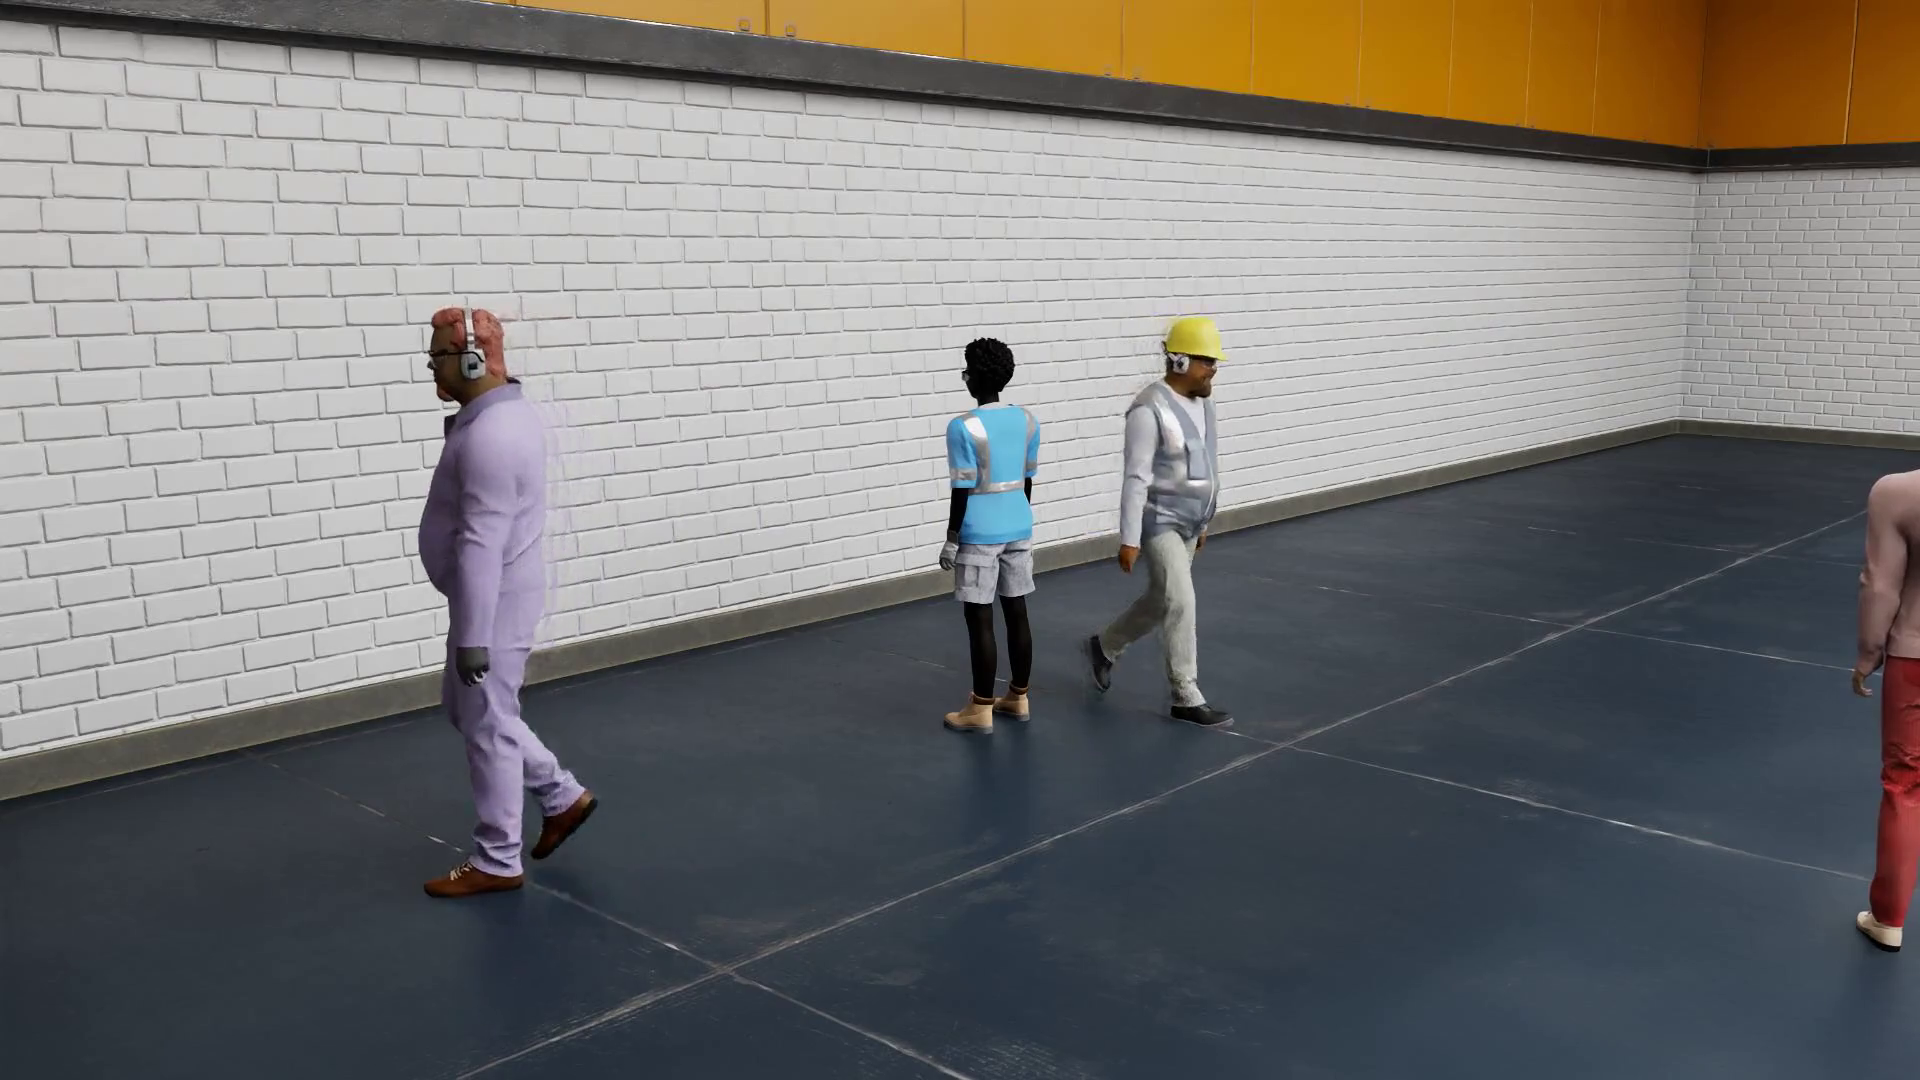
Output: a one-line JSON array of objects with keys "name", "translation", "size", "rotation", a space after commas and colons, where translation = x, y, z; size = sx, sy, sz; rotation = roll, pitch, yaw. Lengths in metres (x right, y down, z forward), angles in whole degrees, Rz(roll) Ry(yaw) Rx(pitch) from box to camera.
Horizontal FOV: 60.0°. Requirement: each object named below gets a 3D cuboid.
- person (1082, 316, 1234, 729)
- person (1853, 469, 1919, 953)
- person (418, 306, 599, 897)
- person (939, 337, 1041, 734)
[{"name": "person", "translation": [0.859, -0.100, 7.381], "size": [0.814, 1.794, 0.628], "rotation": [7, 12, 37]}, {"name": "person", "translation": [2.900, 0.352, 4.855], "size": [0.523, 1.769, 0.321], "rotation": [5, 11, 25]}, {"name": "person", "translation": [-1.489, 0.210, 5.295], "size": [0.448, 1.894, 0.673], "rotation": [-2, 10, -10]}, {"name": "person", "translation": [0.125, -0.018, 7.158], "size": [0.320, 1.697, 0.531], "rotation": [9, 14, 43]}]
